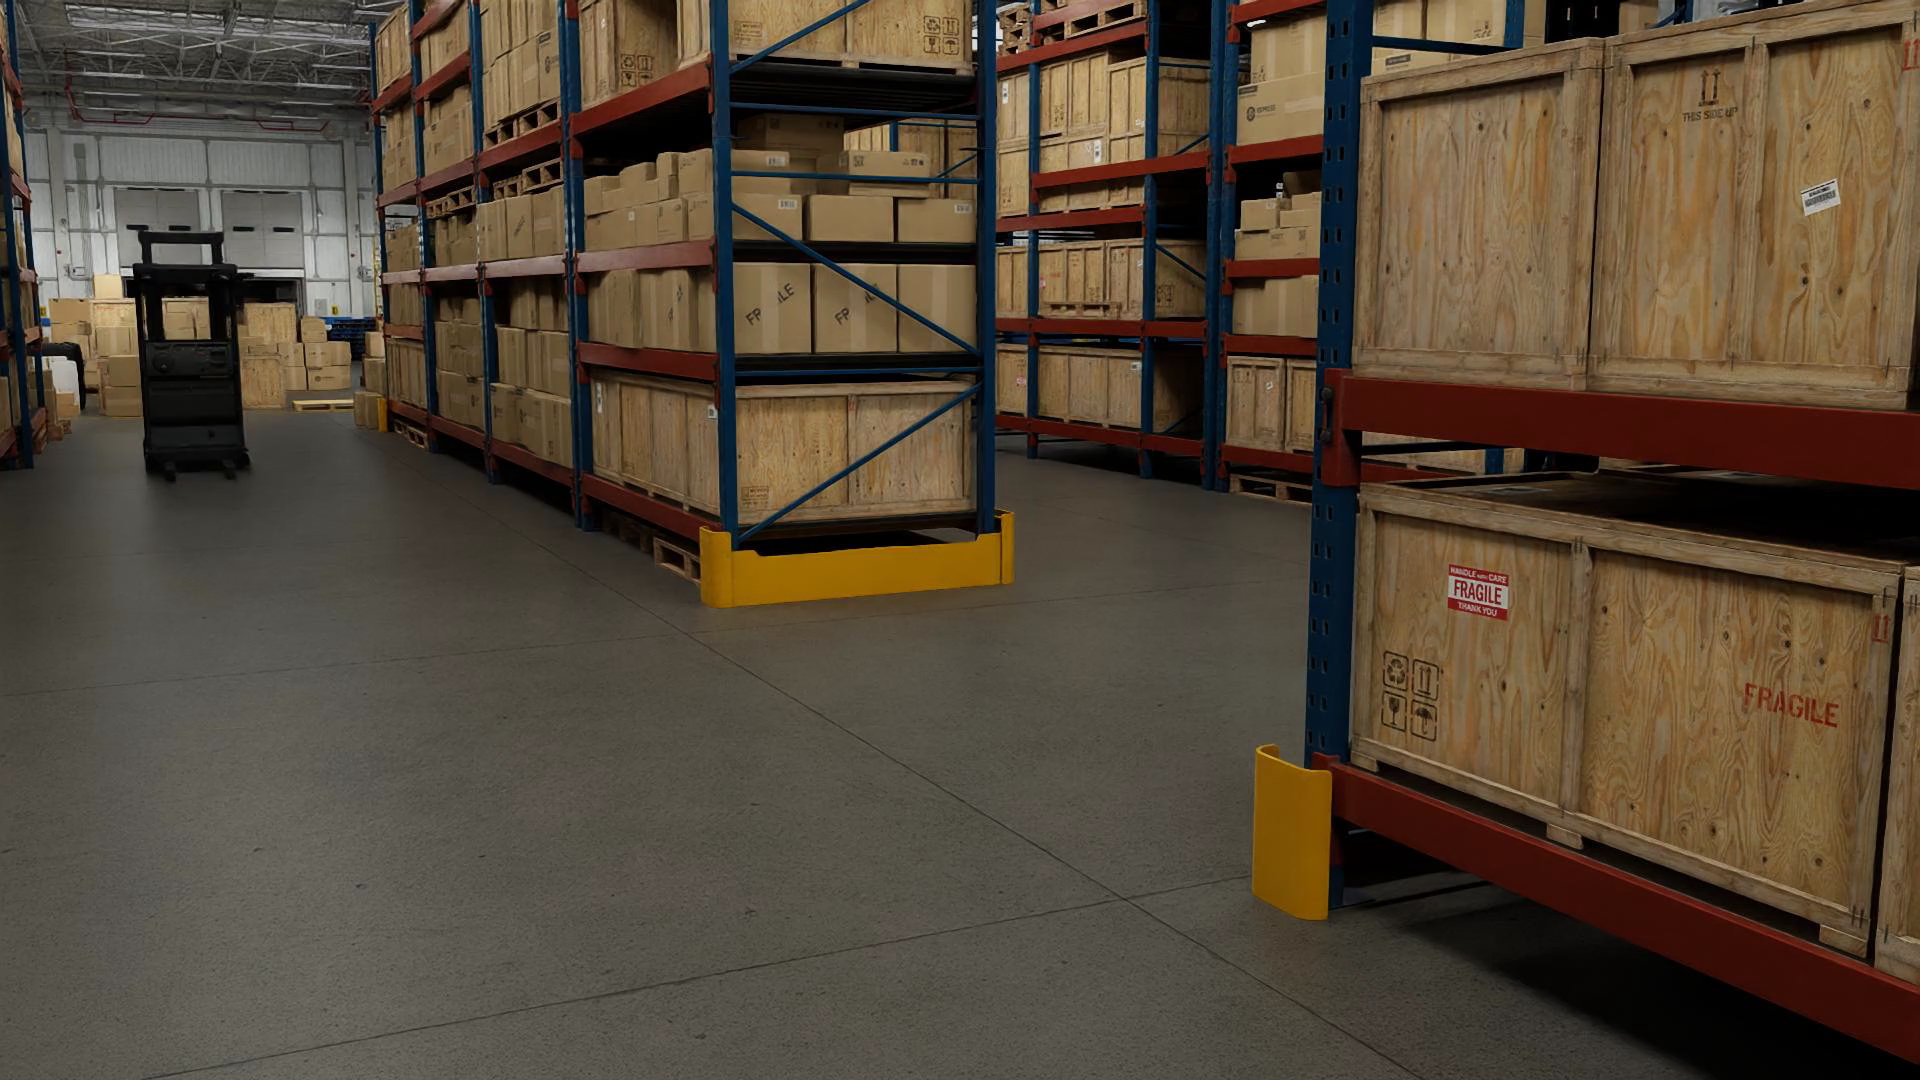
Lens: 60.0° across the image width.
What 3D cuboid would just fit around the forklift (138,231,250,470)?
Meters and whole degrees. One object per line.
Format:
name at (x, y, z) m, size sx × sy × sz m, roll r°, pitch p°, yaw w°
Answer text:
forklift at (-9.357, -2.331, 20.161) m, size 1.129 × 2.768 × 1.873 m, roll -4°, pitch 9°, yaw -26°

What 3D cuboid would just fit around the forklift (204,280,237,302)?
forklift at (-22.509, -6.758, 50.688) m, size 1.873 × 2.768 × 1.129 m, roll 6°, pitch 10°, yaw 35°

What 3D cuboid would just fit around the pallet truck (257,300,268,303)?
pallet truck at (-23.913, -7.404, 58.171) m, size 1.885 × 1.965 × 0.823 m, roll -1°, pitch 8°, yaw -9°
